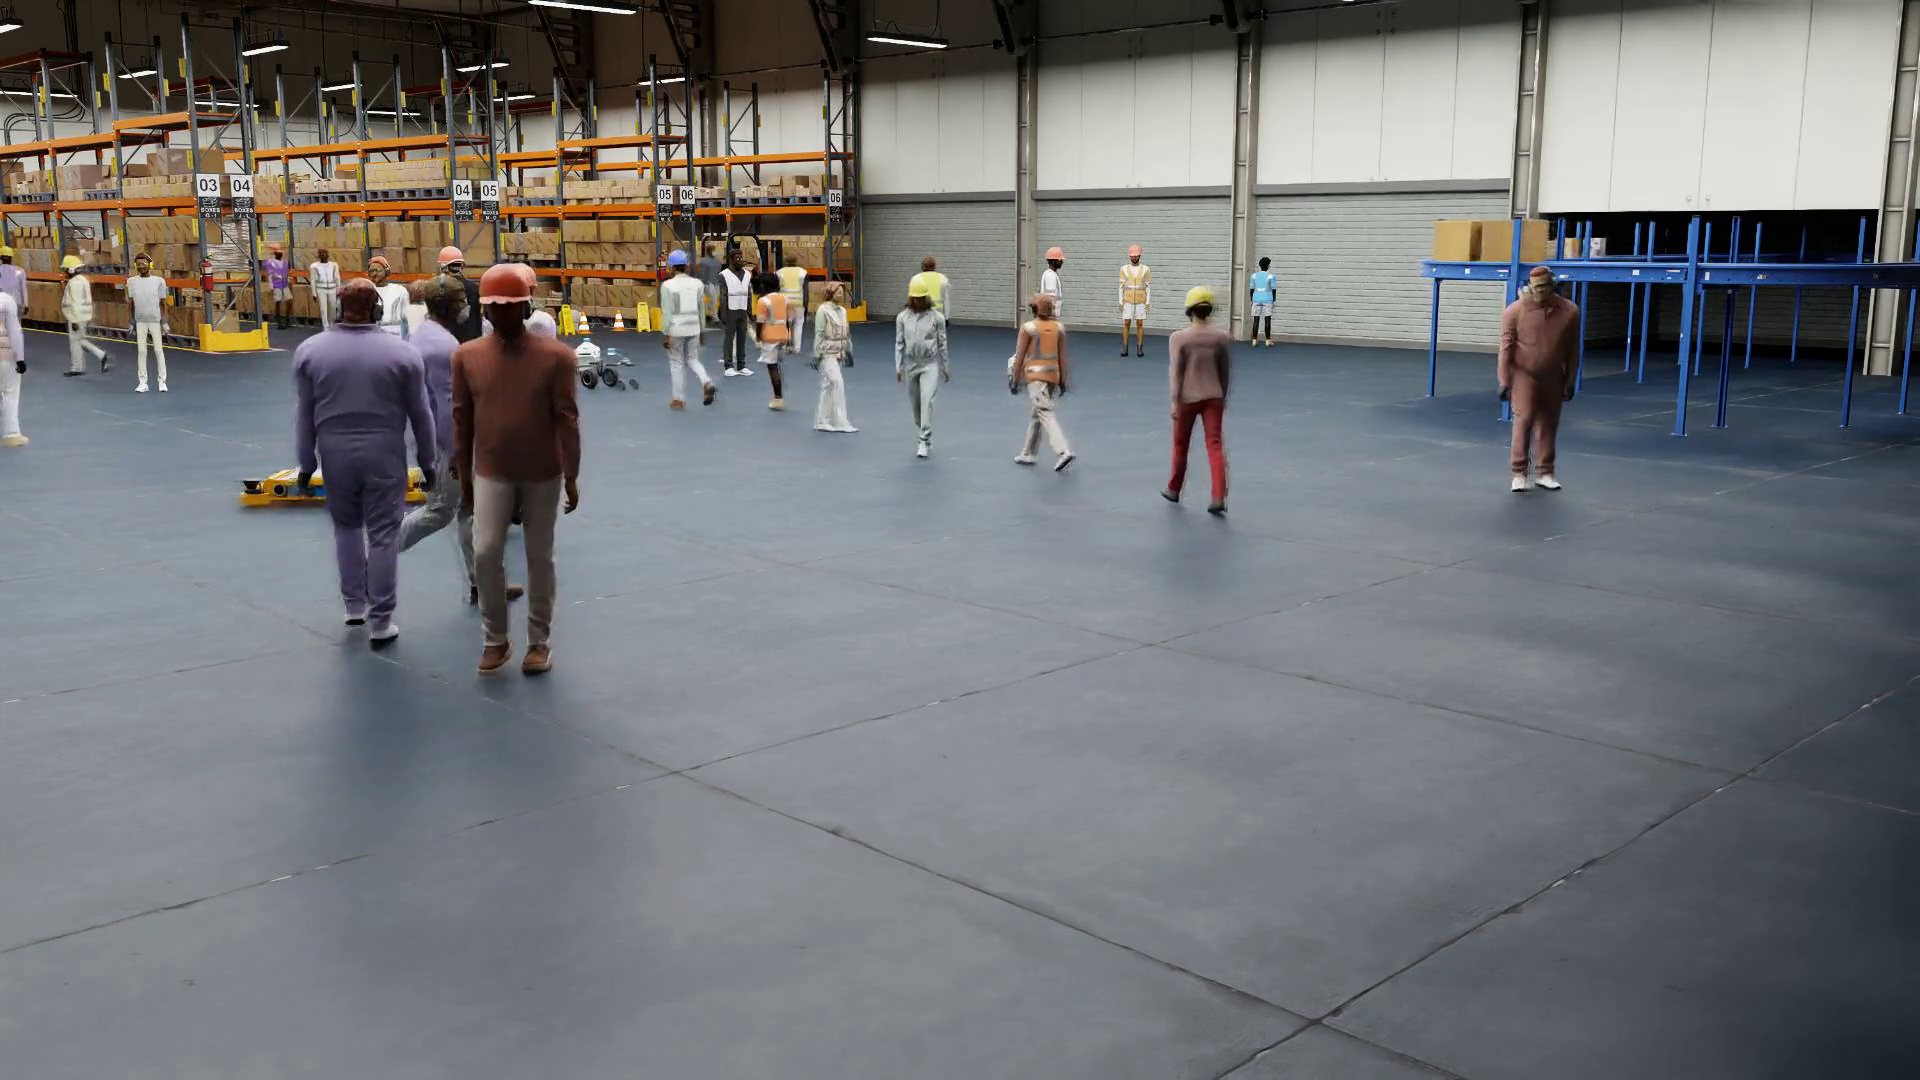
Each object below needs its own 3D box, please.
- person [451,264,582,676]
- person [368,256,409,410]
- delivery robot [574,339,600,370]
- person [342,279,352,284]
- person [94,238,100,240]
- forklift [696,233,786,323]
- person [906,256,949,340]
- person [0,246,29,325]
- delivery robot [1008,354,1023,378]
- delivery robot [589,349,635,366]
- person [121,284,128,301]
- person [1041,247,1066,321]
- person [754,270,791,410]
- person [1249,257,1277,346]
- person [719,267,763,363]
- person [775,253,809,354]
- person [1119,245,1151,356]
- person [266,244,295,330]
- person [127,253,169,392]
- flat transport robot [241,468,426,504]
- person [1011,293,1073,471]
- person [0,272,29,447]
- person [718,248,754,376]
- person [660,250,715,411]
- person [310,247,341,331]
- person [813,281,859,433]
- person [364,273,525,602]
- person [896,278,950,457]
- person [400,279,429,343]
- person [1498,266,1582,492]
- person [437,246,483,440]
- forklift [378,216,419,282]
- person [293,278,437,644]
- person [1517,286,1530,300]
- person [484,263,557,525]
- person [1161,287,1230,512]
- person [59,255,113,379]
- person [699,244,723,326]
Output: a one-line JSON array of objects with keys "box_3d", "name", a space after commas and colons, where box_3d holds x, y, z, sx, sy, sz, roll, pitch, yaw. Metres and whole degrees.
[{"box_3d": [-2.116, -0.315, 7.941, 0.616, 1.976, 0.597, -1, 10, -8], "name": "person"}, {"box_3d": [-6.229, -2.115, 17.989, 0.583, 1.882, 0.337, -1, 10, -5], "name": "person"}, {"box_3d": [-5.686, -2.828, 25.366, 0.477, 0.478, 0.707, -1, 10, -7], "name": "delivery robot"}, {"box_3d": [-15.700, -6.709, 43.031, 0.600, 1.893, 0.928, -8, 13, -37], "name": "person"}, {"box_3d": [-20.627, -6.207, 39.871, 0.606, 2.044, 0.374, -2, 11, -11], "name": "person"}, {"box_3d": [-5.496, -6.489, 41.108, 2.313, 2.155, 1.214, -10, 14, -44], "name": "forklift"}, {"box_3d": [-0.489, -3.399, 25.255, 0.635, 1.800, 0.976, -4, 11, -19], "name": "person"}, {"box_3d": [-16.608, -4.165, 29.064, 0.607, 1.916, 0.431, -6, 12, -28], "name": "person"}, {"box_3d": [0.905, -2.504, 23.599, 0.477, 0.478, 0.707, 2, 11, 12], "name": "delivery robot"}, {"box_3d": [-4.843, -2.542, 23.098, 0.698, 0.223, 0.335, 6, 12, 31], "name": "delivery robot"}, {"box_3d": [-22.289, -7.030, 44.705, 0.455, 1.919, 0.662, 6, 12, 31], "name": "person"}, {"box_3d": [1.370, -3.349, 24.566, 0.377, 1.938, 0.547, 0, 10, -1], "name": "person"}, {"box_3d": [-2.324, -2.439, 20.288, 0.538, 1.676, 0.542, 8, 13, 36], "name": "person"}, {"box_3d": [5.793, -4.552, 31.801, 0.537, 1.690, 0.323, 6, 12, 29], "name": "person"}, {"box_3d": [-3.587, -3.764, 27.774, 0.849, 1.597, 0.505, -2, 11, -10], "name": "person"}, {"box_3d": [-3.022, -4.241, 29.826, 0.625, 1.808, 0.910, 0, 10, -1], "name": "person"}, {"box_3d": [3.068, -4.204, 29.231, 0.552, 1.935, 0.367, 1, 10, 5], "name": "person"}, {"box_3d": [-15.270, -5.693, 37.412, 0.589, 1.917, 0.553, 9, 14, 41], "name": "person"}, {"box_3d": [-11.023, -2.949, 22.577, 0.509, 1.872, 0.329, -3, 11, -15], "name": "person"}, {"box_3d": [-4.963, -0.448, 13.415, 1.431, 0.197, 0.652, -1, 10, -7], "name": "flat transport robot"}, {"box_3d": [0.774, -1.446, 15.131, 0.519, 1.597, 0.874, -8, 13, -37], "name": "person"}, {"box_3d": [-9.654, -1.825, 16.574, 0.631, 1.826, 0.604, 2, 11, 9], "name": "person"}, {"box_3d": [-3.409, -3.454, 25.225, 0.379, 1.913, 0.590, 9, 14, 40], "name": "person"}, {"box_3d": [-3.303, -2.527, 20.106, 0.633, 1.934, 0.617, 10, 15, 44], "name": "person"}, {"box_3d": [-13.046, -5.086, 34.218, 0.595, 1.871, 0.481, -7, 12, -32], "name": "person"}, {"box_3d": [-1.266, -1.939, 17.736, 0.711, 1.609, 0.549, 5, 12, 26], "name": "person"}, {"box_3d": [-3.009, -0.553, 9.440, 0.893, 1.910, 0.634, -4, 11, -22], "name": "person"}, {"box_3d": [-0.350, -1.698, 16.215, 0.524, 1.706, 0.778, 2, 11, 11], "name": "person"}, {"box_3d": [-5.711, -1.944, 17.729, 0.519, 1.641, 0.309, 3, 11, 16], "name": "person"}, {"box_3d": [4.773, -1.313, 13.714, 0.658, 1.858, 0.735, 0, 10, 0], "name": "person"}, {"box_3d": [-5.176, -2.010, 17.108, 0.378, 1.996, 0.611, 7, 12, 32], "name": "person"}, {"box_3d": [-17.868, -9.201, 54.028, 1.873, 2.768, 1.129, -10, 14, -44], "name": "forklift"}, {"box_3d": [-3.102, -0.425, 8.753, 0.686, 1.882, 0.671, -2, 11, -9], "name": "person"}, {"box_3d": [8.547, -3.436, 25.295, 0.342, 1.846, 0.509, -2, 11, -11], "name": "person"}, {"box_3d": [-3.223, -1.063, 12.179, 0.558, 1.918, 0.813, 2, 10, 8], "name": "person"}, {"box_3d": [1.852, -1.093, 12.888, 0.541, 1.716, 0.925, -3, 11, -14], "name": "person"}, {"box_3d": [-13.060, -3.317, 24.723, 0.605, 1.816, 0.609, -3, 11, -14], "name": "person"}, {"box_3d": [-5.900, -6.014, 39.192, 0.883, 1.909, 0.637, 8, 13, 38], "name": "person"}]
